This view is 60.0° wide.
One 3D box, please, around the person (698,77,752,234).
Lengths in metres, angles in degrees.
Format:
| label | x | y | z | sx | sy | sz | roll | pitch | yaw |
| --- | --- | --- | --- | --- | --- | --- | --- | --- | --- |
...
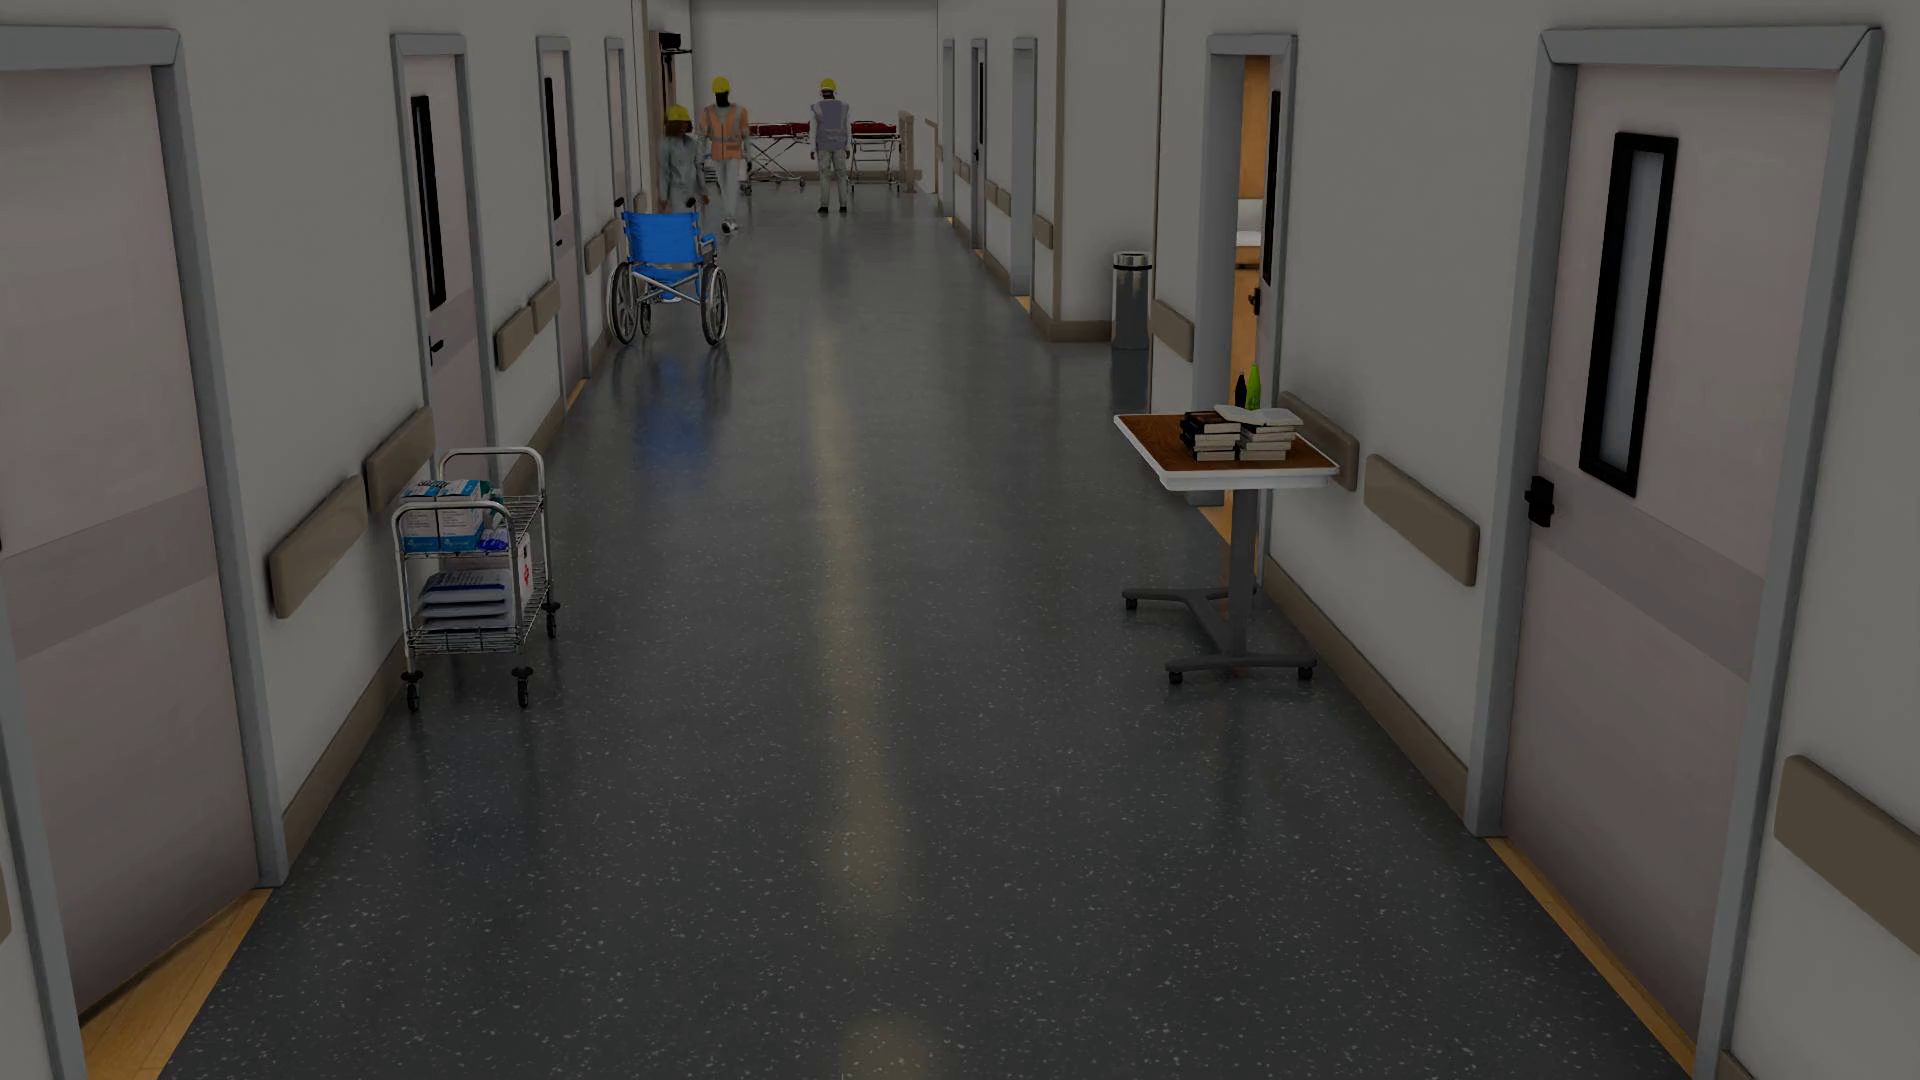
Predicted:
| label | x | y | z | sx | sy | sz | roll | pitch | yaw |
| --- | --- | --- | --- | --- | --- | --- | --- | --- | --- |
| person | -2.930 | -4.729 | 20.519 | 0.619 | 1.877 | 0.962 | 2 | 17 | 8 |

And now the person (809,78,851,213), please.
| label | x | y | z | sx | sy | sz | roll | pitch | yaw |
| --- | --- | --- | --- | --- | --- | --- | --- | --- | --- |
| person | -1.797 | -5.441 | 22.998 | 0.592 | 1.829 | 0.404 | -5 | 17 | -16 |

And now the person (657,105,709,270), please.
| label | x | y | z | sx | sy | sz | roll | pitch | yaw |
| --- | --- | --- | --- | --- | --- | --- | --- | --- | --- |
| person | -2.804 | -3.504 | 16.746 | 0.897 | 1.701 | 0.494 | 10 | 19 | 30 |
